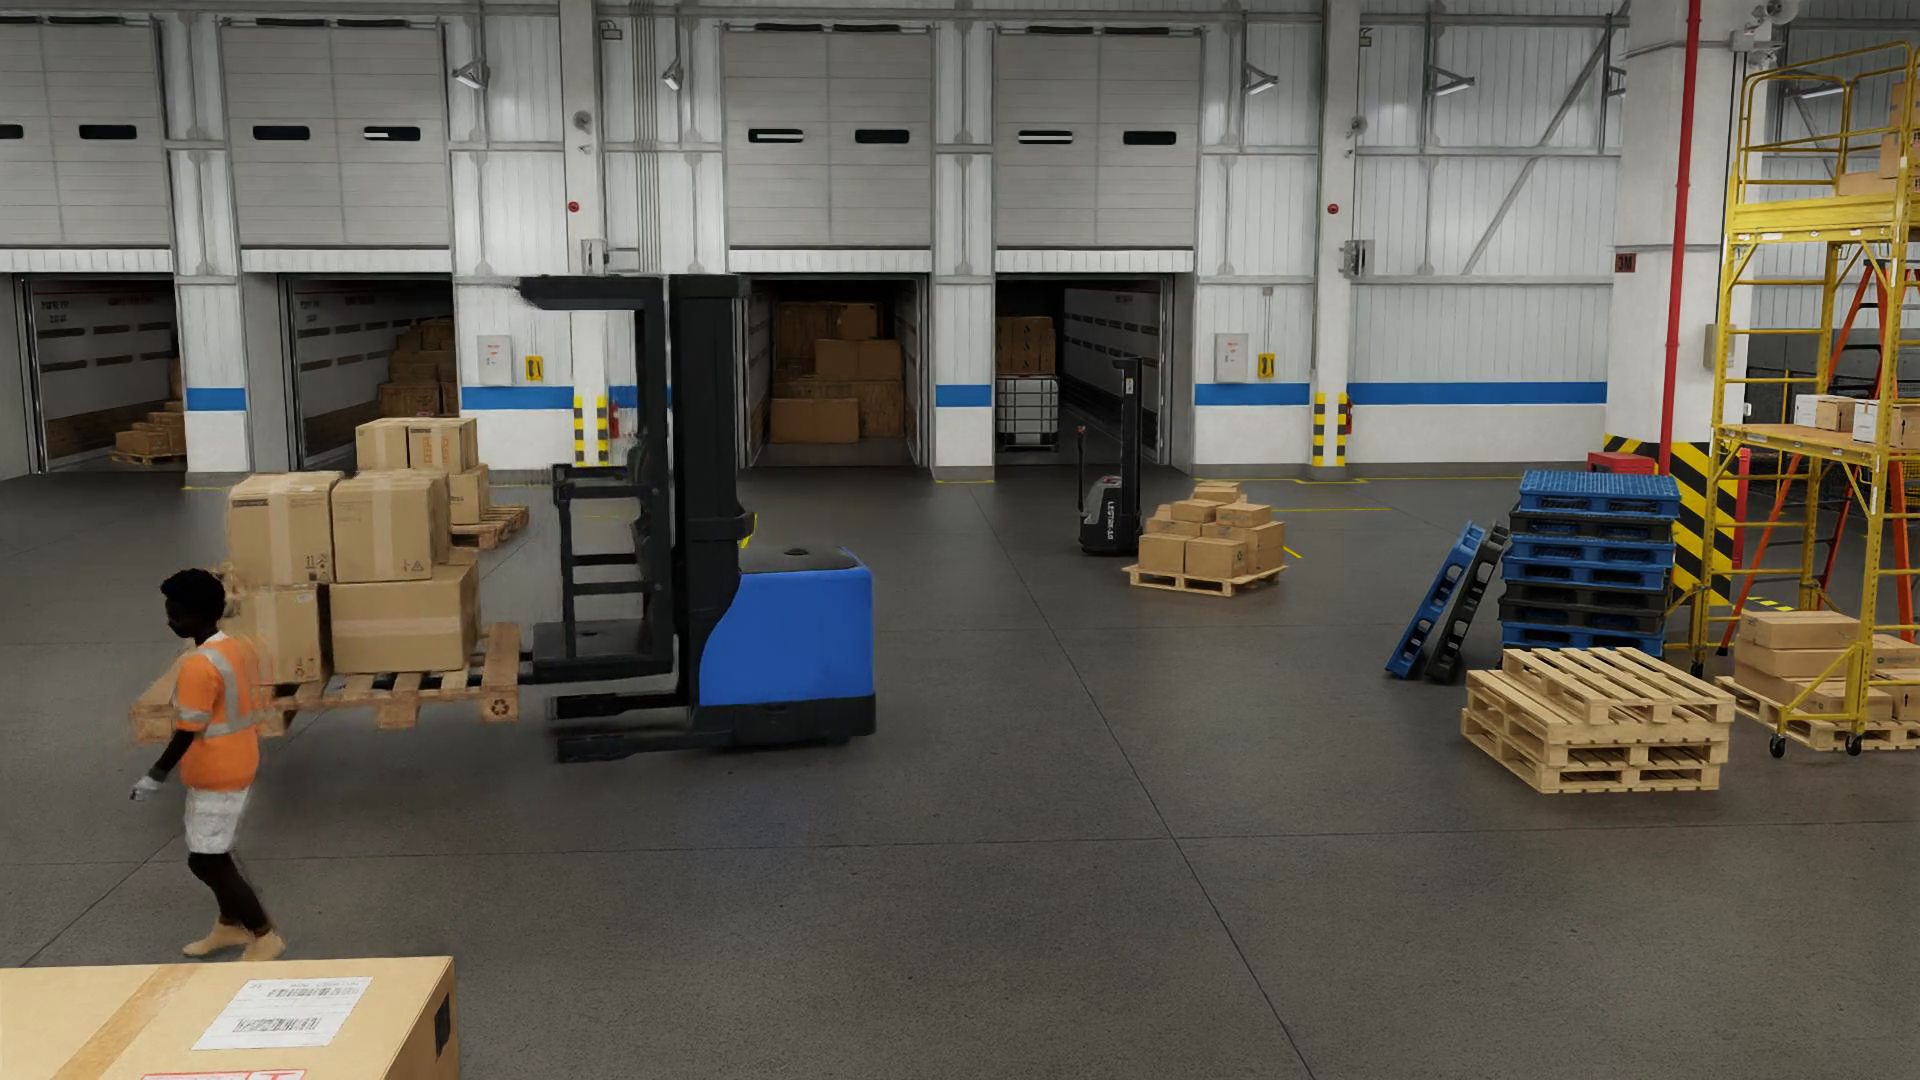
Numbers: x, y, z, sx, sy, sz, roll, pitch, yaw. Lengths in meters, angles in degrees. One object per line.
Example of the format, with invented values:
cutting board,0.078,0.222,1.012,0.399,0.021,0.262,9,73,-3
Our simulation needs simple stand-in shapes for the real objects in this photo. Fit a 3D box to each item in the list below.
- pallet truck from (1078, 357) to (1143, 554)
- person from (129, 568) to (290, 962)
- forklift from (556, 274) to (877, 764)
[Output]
pallet truck,2.088,-0.836,16.757,1.885,1.965,0.823,2,9,13
person,-2.973,0.936,6.633,0.537,1.675,0.552,-3,9,-16
forklift,-1.514,-0.203,10.020,1.873,2.768,1.129,-2,9,-14
